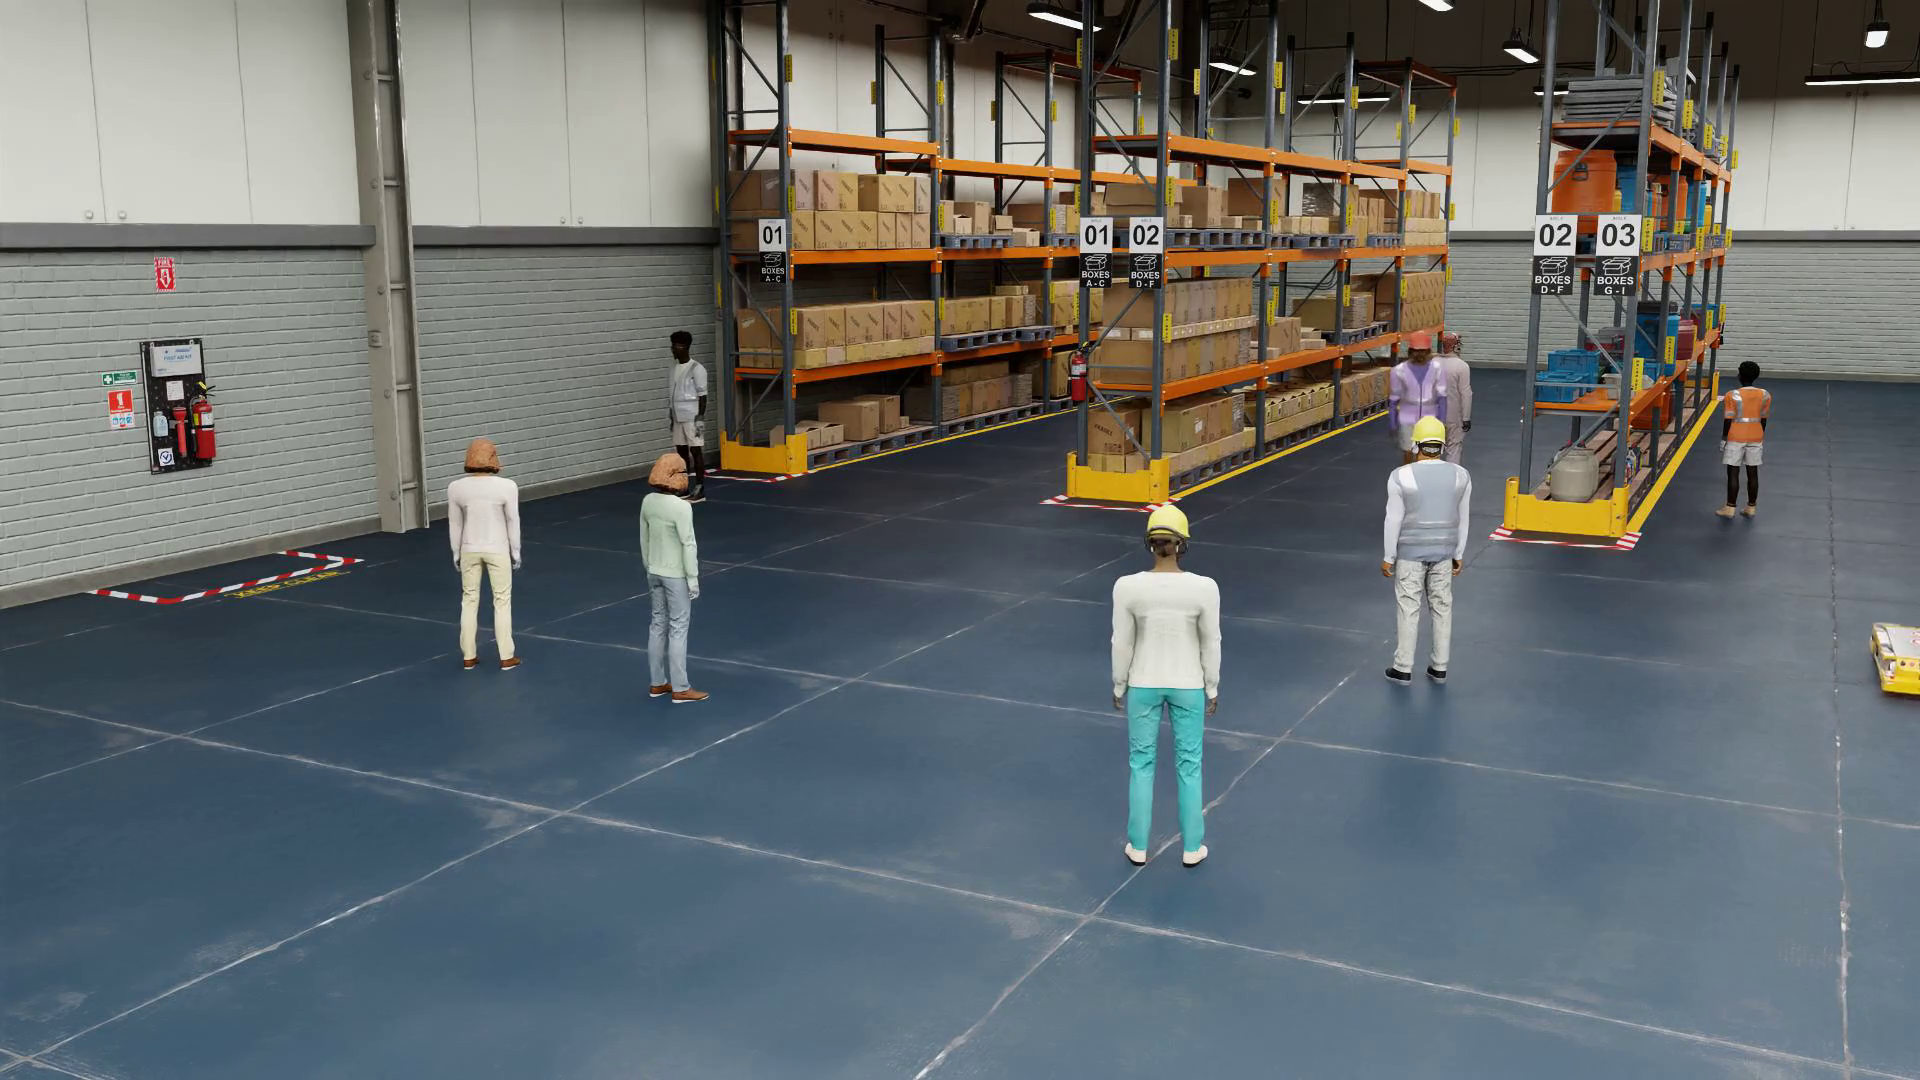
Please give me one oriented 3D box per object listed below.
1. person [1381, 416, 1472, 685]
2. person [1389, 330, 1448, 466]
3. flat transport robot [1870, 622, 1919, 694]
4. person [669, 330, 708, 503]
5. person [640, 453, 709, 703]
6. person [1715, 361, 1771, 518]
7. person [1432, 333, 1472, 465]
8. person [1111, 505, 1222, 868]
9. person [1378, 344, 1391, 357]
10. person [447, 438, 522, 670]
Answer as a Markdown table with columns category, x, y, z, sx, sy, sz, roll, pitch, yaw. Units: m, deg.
| category | x | y | z | sx | sy | sz | roll | pitch | yaw |
| --- | --- | --- | --- | --- | --- | --- | --- | --- | --- |
| person | 3.133 | 0.075 | 11.248 | 0.595 | 1.832 | 0.404 | -2 | 11 | -9 |
| person | 5.052 | -1.325 | 18.407 | 0.636 | 2.018 | 0.702 | 1 | 10 | 3 |
| flat transport robot | 6.685 | 0.819 | 11.448 | 0.652 | 0.197 | 1.431 | 5 | 12 | 25 |
| person | -3.115 | -1.404 | 18.946 | 0.608 | 1.965 | 0.369 | 10 | 14 | 43 |
| person | -1.883 | 0.244 | 10.870 | 0.508 | 1.632 | 0.265 | 10 | 14 | 42 |
| person | 8.423 | -1.075 | 17.891 | 0.536 | 1.696 | 0.318 | -2 | 11 | -10 |
| person | 5.699 | -1.452 | 19.368 | 0.407 | 1.910 | 0.638 | -7 | 13 | -35 |
| person | 0.988 | 0.707 | 8.006 | 0.523 | 1.760 | 0.327 | 2 | 11 | 9 |
| person | 9.191 | -4.308 | 35.748 | 0.503 | 1.616 | 0.605 | -4 | 11 | -20 |
| person | -3.330 | 0.103 | 11.674 | 0.498 | 1.627 | 0.298 | 0 | 10 | 2 |
